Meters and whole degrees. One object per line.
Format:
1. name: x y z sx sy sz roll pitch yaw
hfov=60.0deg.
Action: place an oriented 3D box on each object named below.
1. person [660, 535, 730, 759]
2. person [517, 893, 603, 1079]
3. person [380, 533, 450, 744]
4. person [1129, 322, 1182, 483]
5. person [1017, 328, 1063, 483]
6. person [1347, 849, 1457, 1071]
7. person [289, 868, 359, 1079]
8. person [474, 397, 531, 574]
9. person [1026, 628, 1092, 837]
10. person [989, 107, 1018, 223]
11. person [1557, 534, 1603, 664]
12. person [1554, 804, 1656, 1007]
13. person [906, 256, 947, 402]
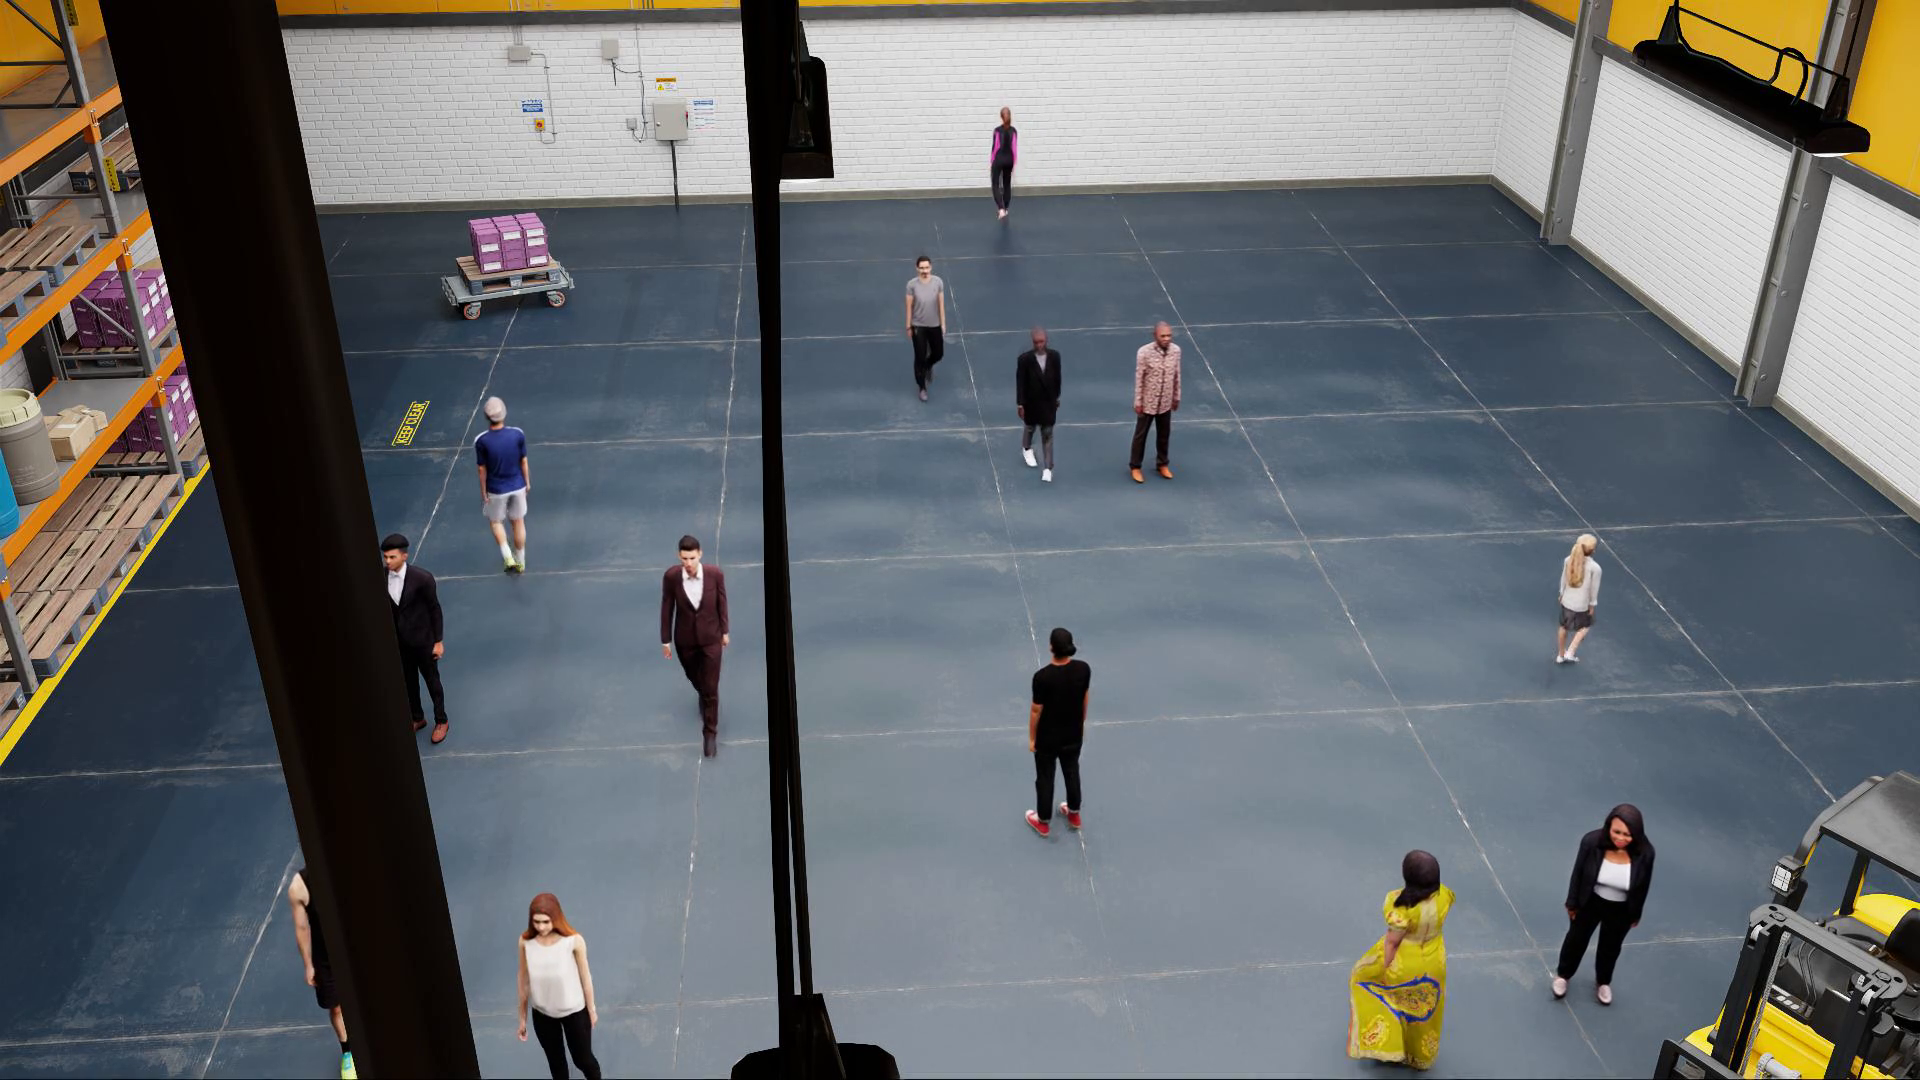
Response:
1. person: -2.145 0.759 13.602 0.683 1.834 1.187 -2 29 -4
2. person: -2.399 2.781 10.015 0.647 1.720 0.634 4 29 8
3. person: -4.449 0.777 13.517 0.748 1.883 0.633 4 29 7
4. person: 2.086 -1.500 17.778 0.724 1.800 0.660 -8 30 -14
5. person: 0.837 -1.527 17.912 0.698 1.719 1.129 -6 29 -11
6. person: 2.833 2.664 10.304 0.907 1.648 0.870 -11 31 -19
7. person: -3.826 2.532 10.290 0.761 1.892 0.718 -13 31 -22
8. person: -4.313 -0.471 15.866 0.773 1.826 0.868 -13 31 -22
9. person: 0.745 1.434 12.447 0.704 1.755 0.671 -11 31 -20
10. person: 0.669 -5.825 25.766 0.698 1.745 0.881 -9 30 -16
11. person: 5.389 0.543 14.588 0.689 1.270 0.623 -25 37 -38
12. person: 4.231 2.360 10.900 0.723 1.611 0.735 7 29 12
13. person: -0.413 -2.570 19.800 0.704 1.742 0.892 -7 29 -12
